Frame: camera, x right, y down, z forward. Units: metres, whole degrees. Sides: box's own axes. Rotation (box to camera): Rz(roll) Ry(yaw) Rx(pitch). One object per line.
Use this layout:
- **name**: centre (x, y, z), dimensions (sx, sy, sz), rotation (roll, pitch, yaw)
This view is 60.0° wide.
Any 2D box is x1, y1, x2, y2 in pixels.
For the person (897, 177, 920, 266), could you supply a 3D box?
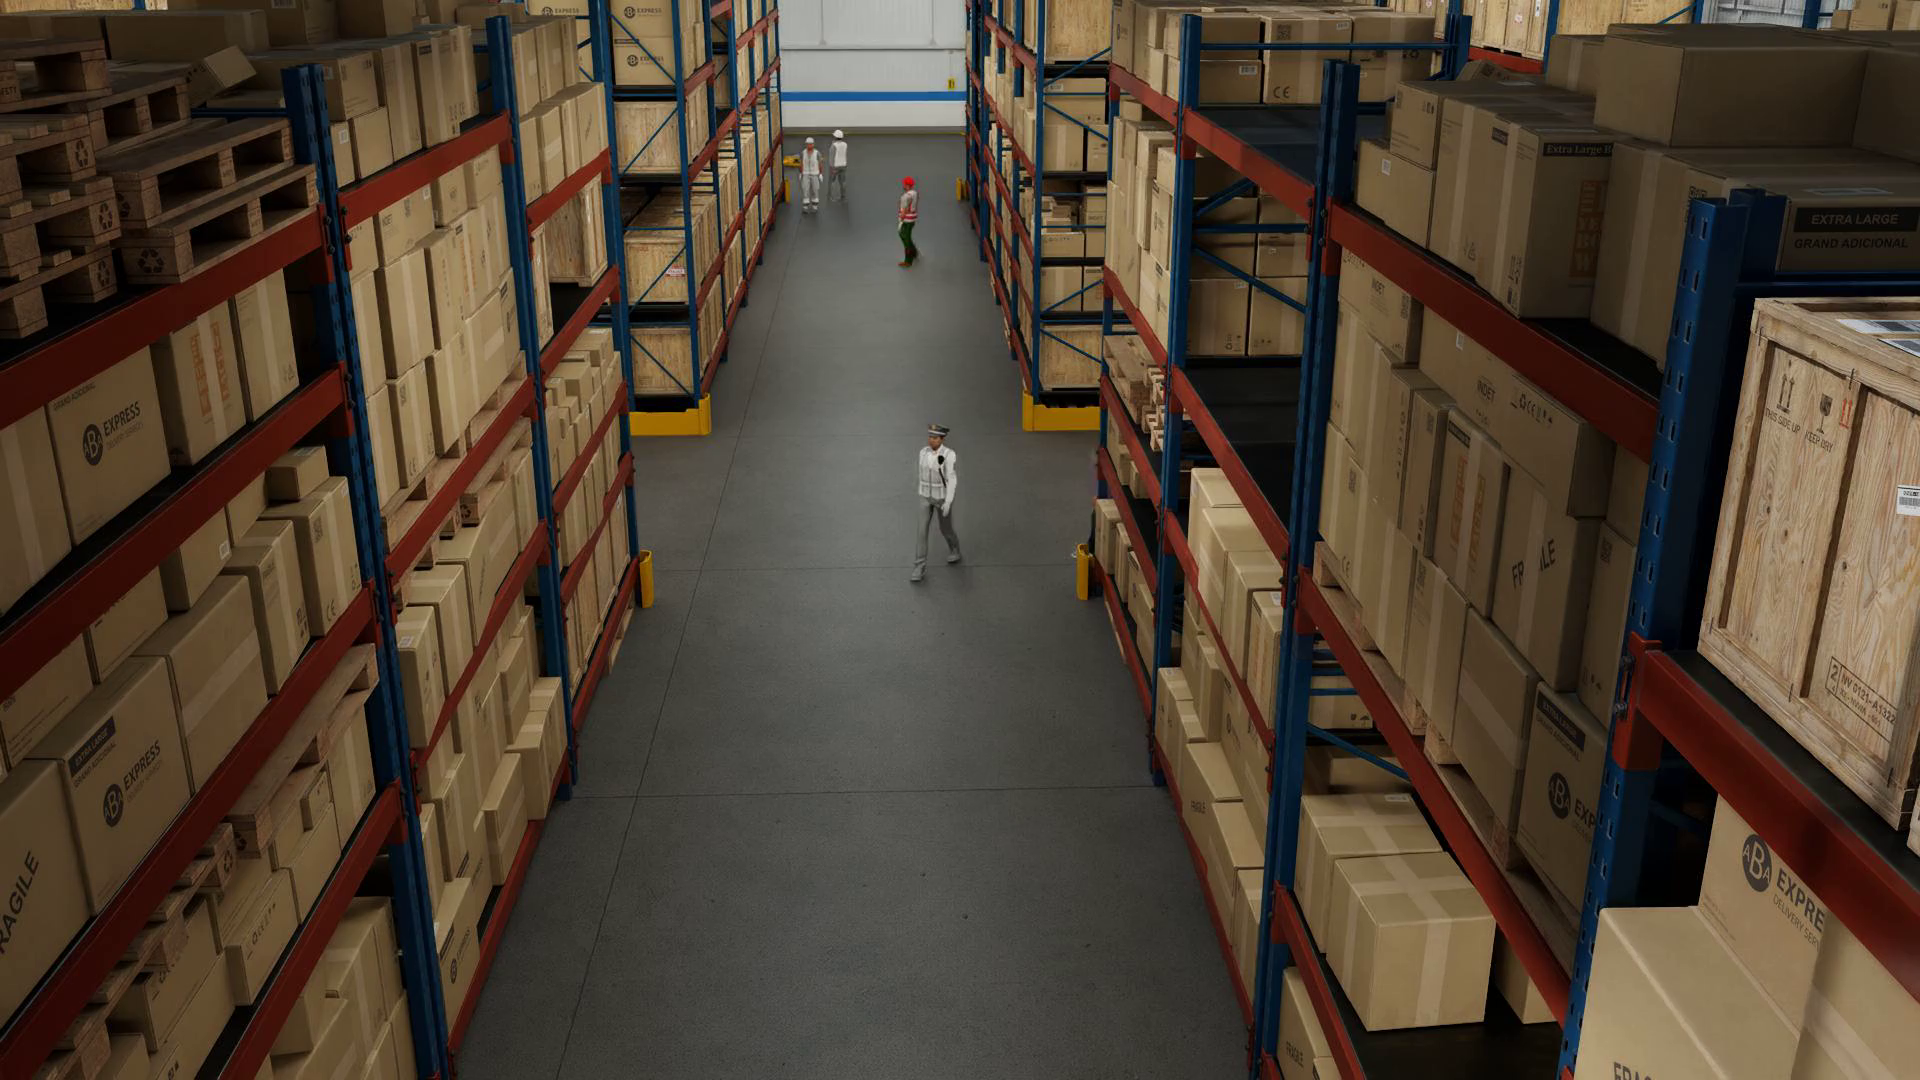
- **person**: centre (-1.086, -6.463, 33.732), dimensions (0.467, 1.788, 0.563), rotation (9, 22, 24)

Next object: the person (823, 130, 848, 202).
- **person**: centre (-3.109, -9.359, 41.548), dimensions (0.568, 1.768, 0.646), rotation (-15, 25, -35)

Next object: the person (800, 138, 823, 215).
- **person**: centre (-3.572, -8.676, 39.689), dimensions (0.560, 1.779, 0.741), rotation (0, 20, 1)

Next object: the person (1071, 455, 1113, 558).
- **person**: centre (1.595, -0.502, 18.082), dimensions (0.753, 1.591, 0.416), rotation (3, 21, 8)

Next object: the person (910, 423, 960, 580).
- **person**: centre (-0.254, -0.461, 17.843), dimensions (0.490, 1.653, 0.914), rotation (8, 22, 21)

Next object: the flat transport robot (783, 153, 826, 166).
- **flat transport robot**: centre (-4.574, -11.063, 48.360), dimensions (0.659, 0.249, 1.431), rotation (11, 23, 28)
